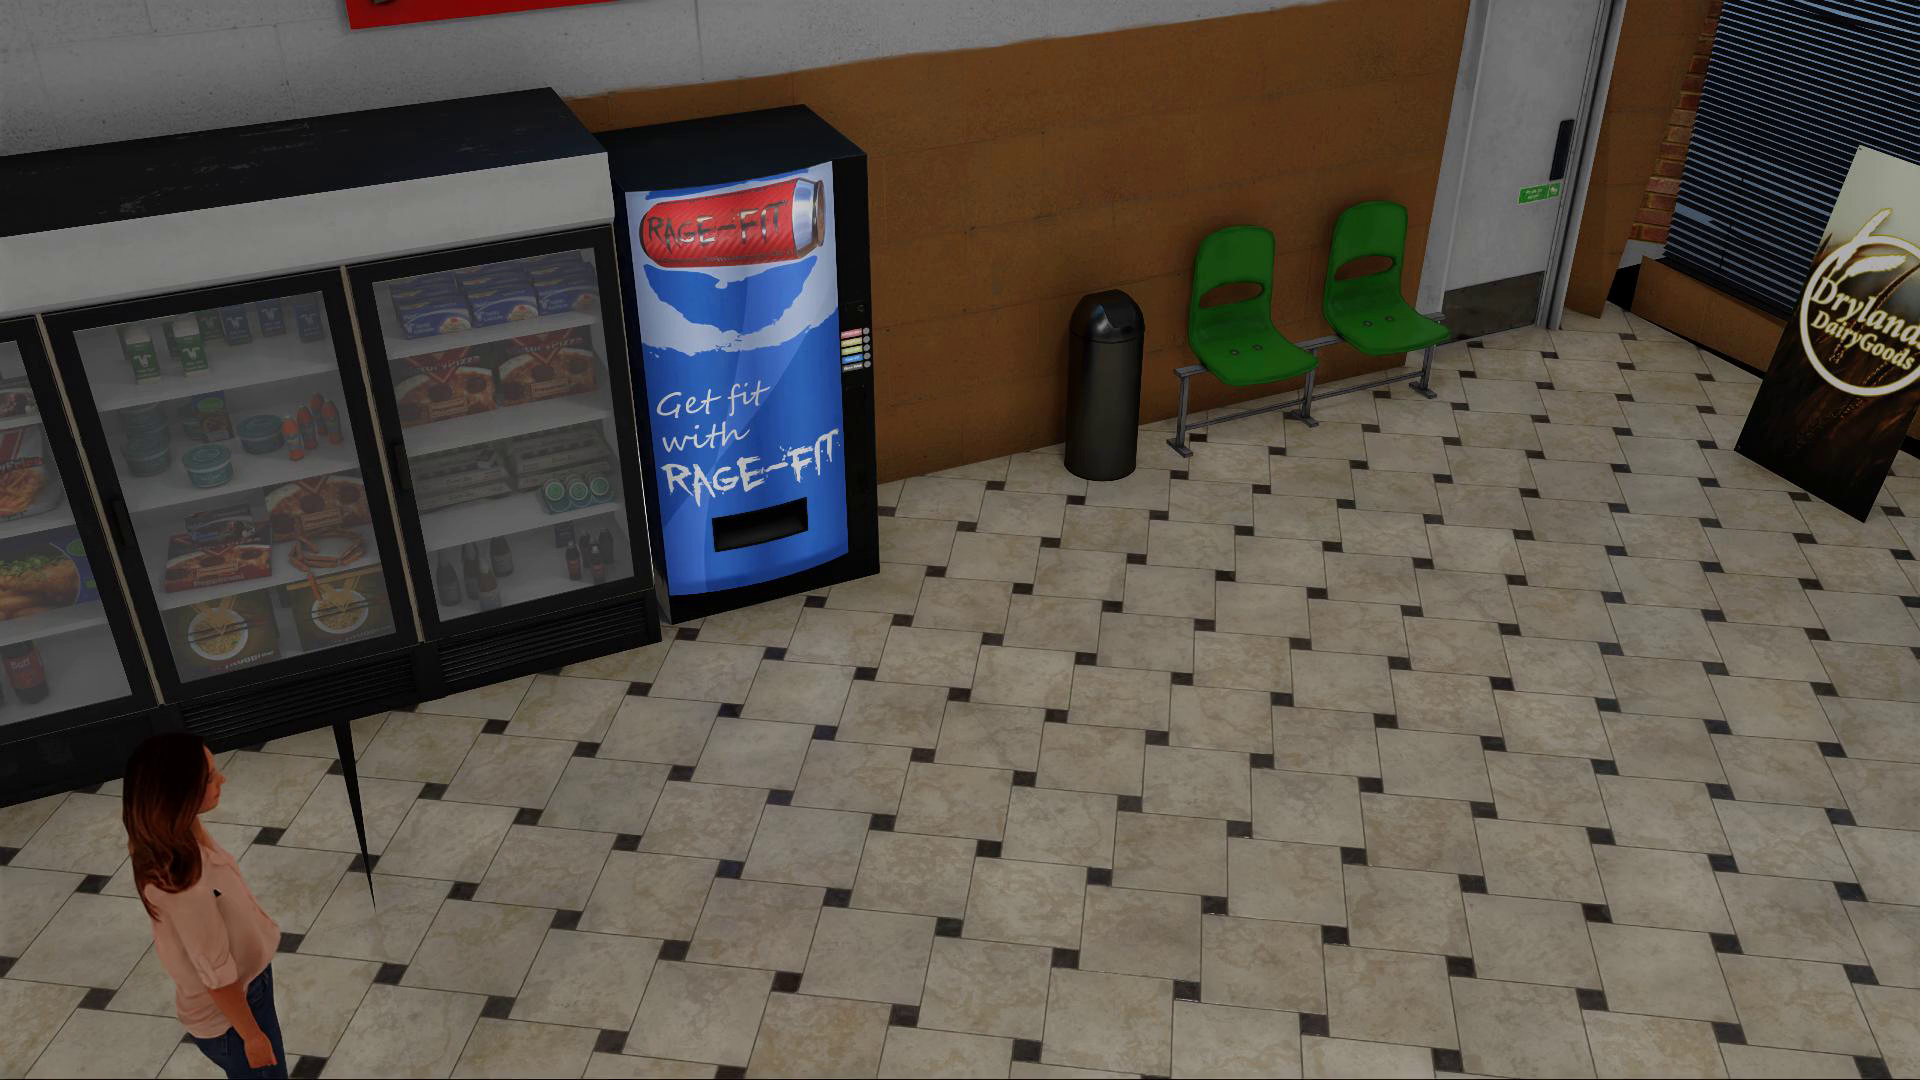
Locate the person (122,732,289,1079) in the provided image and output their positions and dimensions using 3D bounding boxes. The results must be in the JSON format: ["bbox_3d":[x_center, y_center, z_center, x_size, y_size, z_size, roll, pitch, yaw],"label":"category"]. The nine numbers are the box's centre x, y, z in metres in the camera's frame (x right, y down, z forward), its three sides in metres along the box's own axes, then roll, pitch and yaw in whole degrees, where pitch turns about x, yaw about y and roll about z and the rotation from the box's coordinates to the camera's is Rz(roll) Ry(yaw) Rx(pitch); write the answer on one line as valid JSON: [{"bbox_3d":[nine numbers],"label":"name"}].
[{"bbox_3d":[-2.014,1.265,4.581,0.646,1.790,0.459,-15,35,-23],"label":"person"}]
